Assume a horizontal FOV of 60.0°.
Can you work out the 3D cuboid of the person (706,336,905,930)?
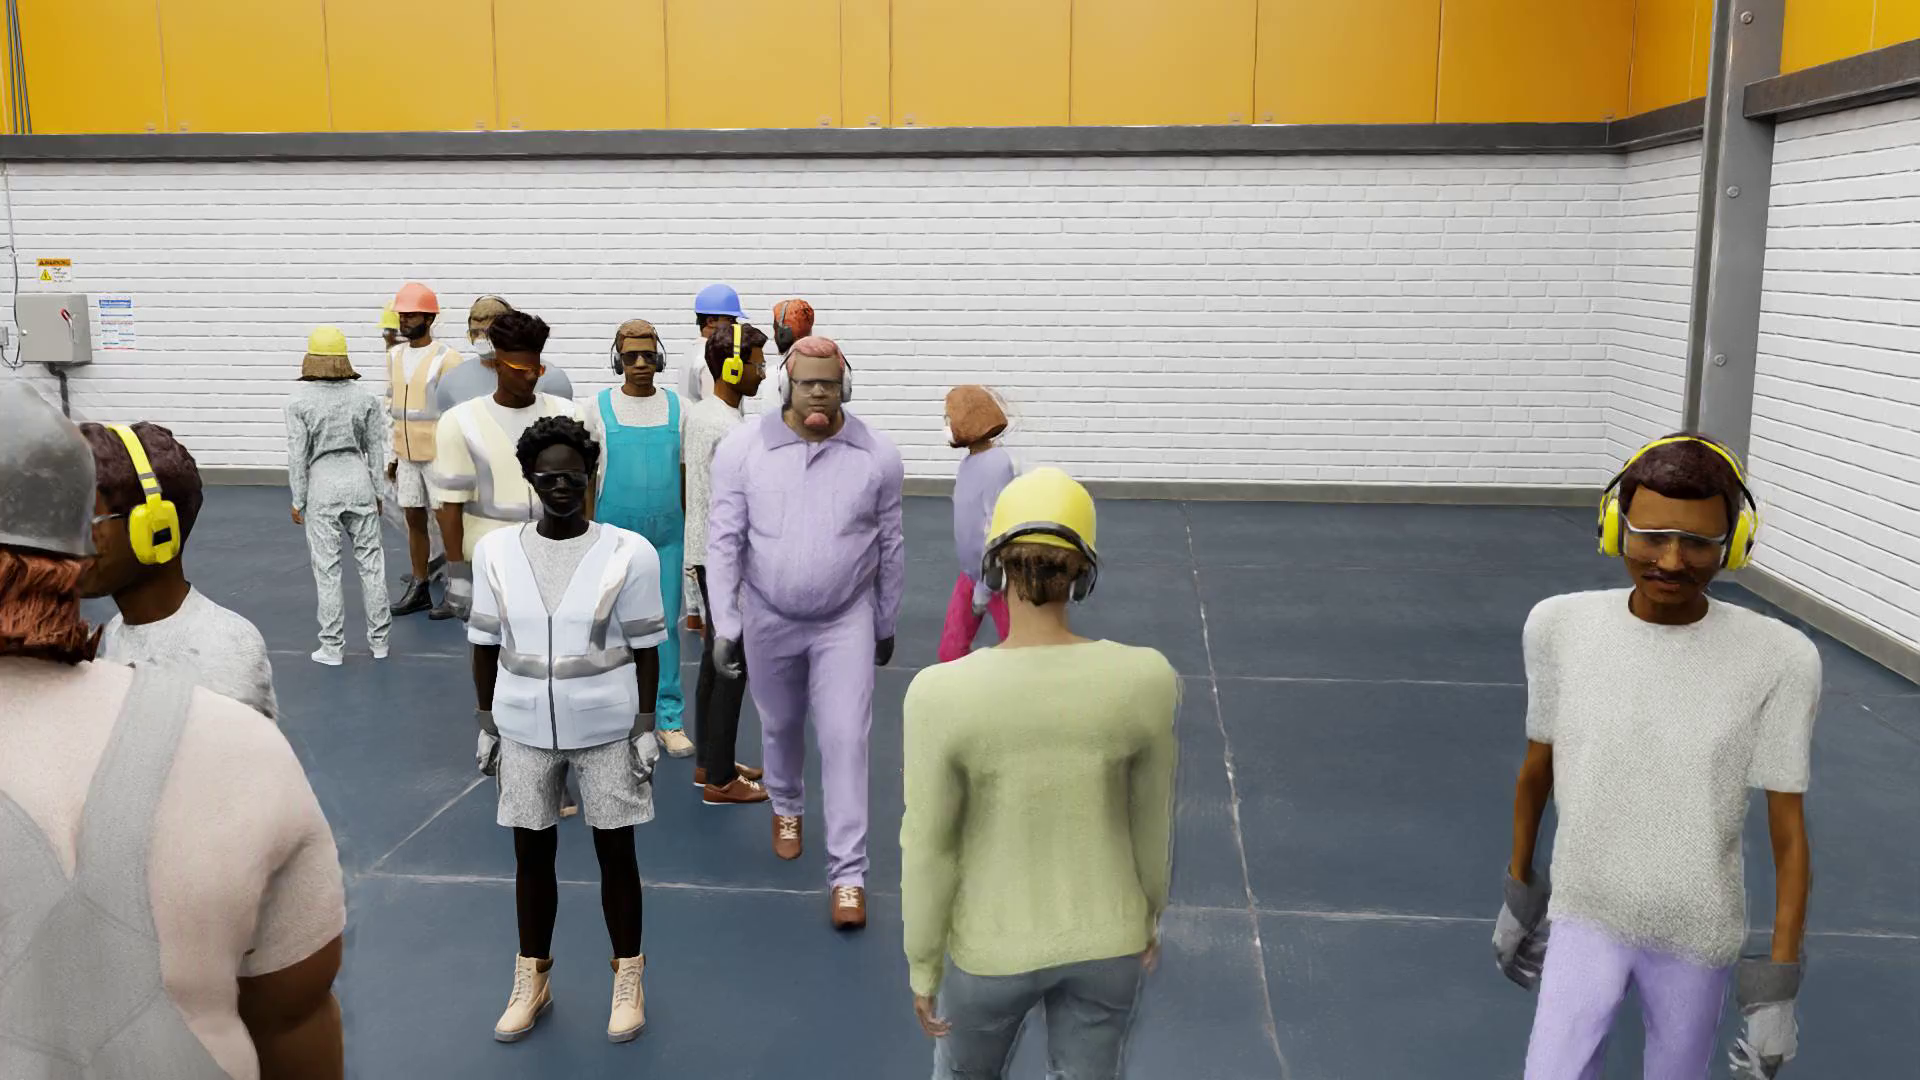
[{"bbox_3d":[-0.502,0.253,5.507,0.639,1.861,1.002,-1,10,-4],"label":"person"}]

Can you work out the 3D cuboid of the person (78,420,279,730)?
[{"bbox_3d":[-1.288,0.726,2.786,0.512,1.861,0.325,9,13,42],"label":"person"}]

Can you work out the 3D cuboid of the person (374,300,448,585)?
[{"bbox_3d":[-3.440,-0.593,10.464,0.417,1.819,0.595,-1,10,-4],"label":"person"}]

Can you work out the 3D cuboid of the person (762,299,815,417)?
[{"bbox_3d":[-0.815,-0.290,8.536,0.357,1.880,0.574,7,12,33],"label":"person"}]

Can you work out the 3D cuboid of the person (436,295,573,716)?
[{"bbox_3d":[-2.057,-0.143,7.567,0.635,1.928,0.382,1,10,4],"label":"person"}]

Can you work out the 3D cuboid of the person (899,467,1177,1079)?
[{"bbox_3d":[0.141,0.735,3.078,0.523,1.741,0.364,-2,10,-10],"label":"person"}]

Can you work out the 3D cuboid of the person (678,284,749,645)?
[{"bbox_3d":[-1.337,-0.409,9.029,0.403,1.943,0.606,-4,11,-21],"label":"person"}]

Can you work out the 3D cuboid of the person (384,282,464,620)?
[{"bbox_3d":[-3.099,-0.508,9.606,0.545,1.942,0.354,4,11,23],"label":"person"}]

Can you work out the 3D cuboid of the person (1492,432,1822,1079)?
[{"bbox_3d":[1.166,0.727,2.900,0.547,1.811,0.963,6,11,30],"label":"person"}]

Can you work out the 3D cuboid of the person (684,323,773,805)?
[{"bbox_3d":[-0.885,0.099,6.395,0.333,1.856,0.526,-4,11,-22],"label":"person"}]

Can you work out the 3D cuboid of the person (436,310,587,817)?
[{"bbox_3d":[-1.743,0.049,6.530,0.617,1.912,0.991,-5,11,-27],"label":"person"}]

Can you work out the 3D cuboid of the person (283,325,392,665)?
[{"bbox_3d":[-3.213,-0.229,8.573,0.487,1.744,0.314,-7,12,-36],"label":"person"}]

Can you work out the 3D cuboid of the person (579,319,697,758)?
[{"bbox_3d":[-1.322,0.009,6.917,0.504,1.847,0.344,-4,11,-23],"label":"person"}]

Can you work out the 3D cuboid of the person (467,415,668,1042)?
[{"bbox_3d":[-1.051,0.510,4.469,0.536,1.700,0.318,0,10,2],"label":"person"}]
